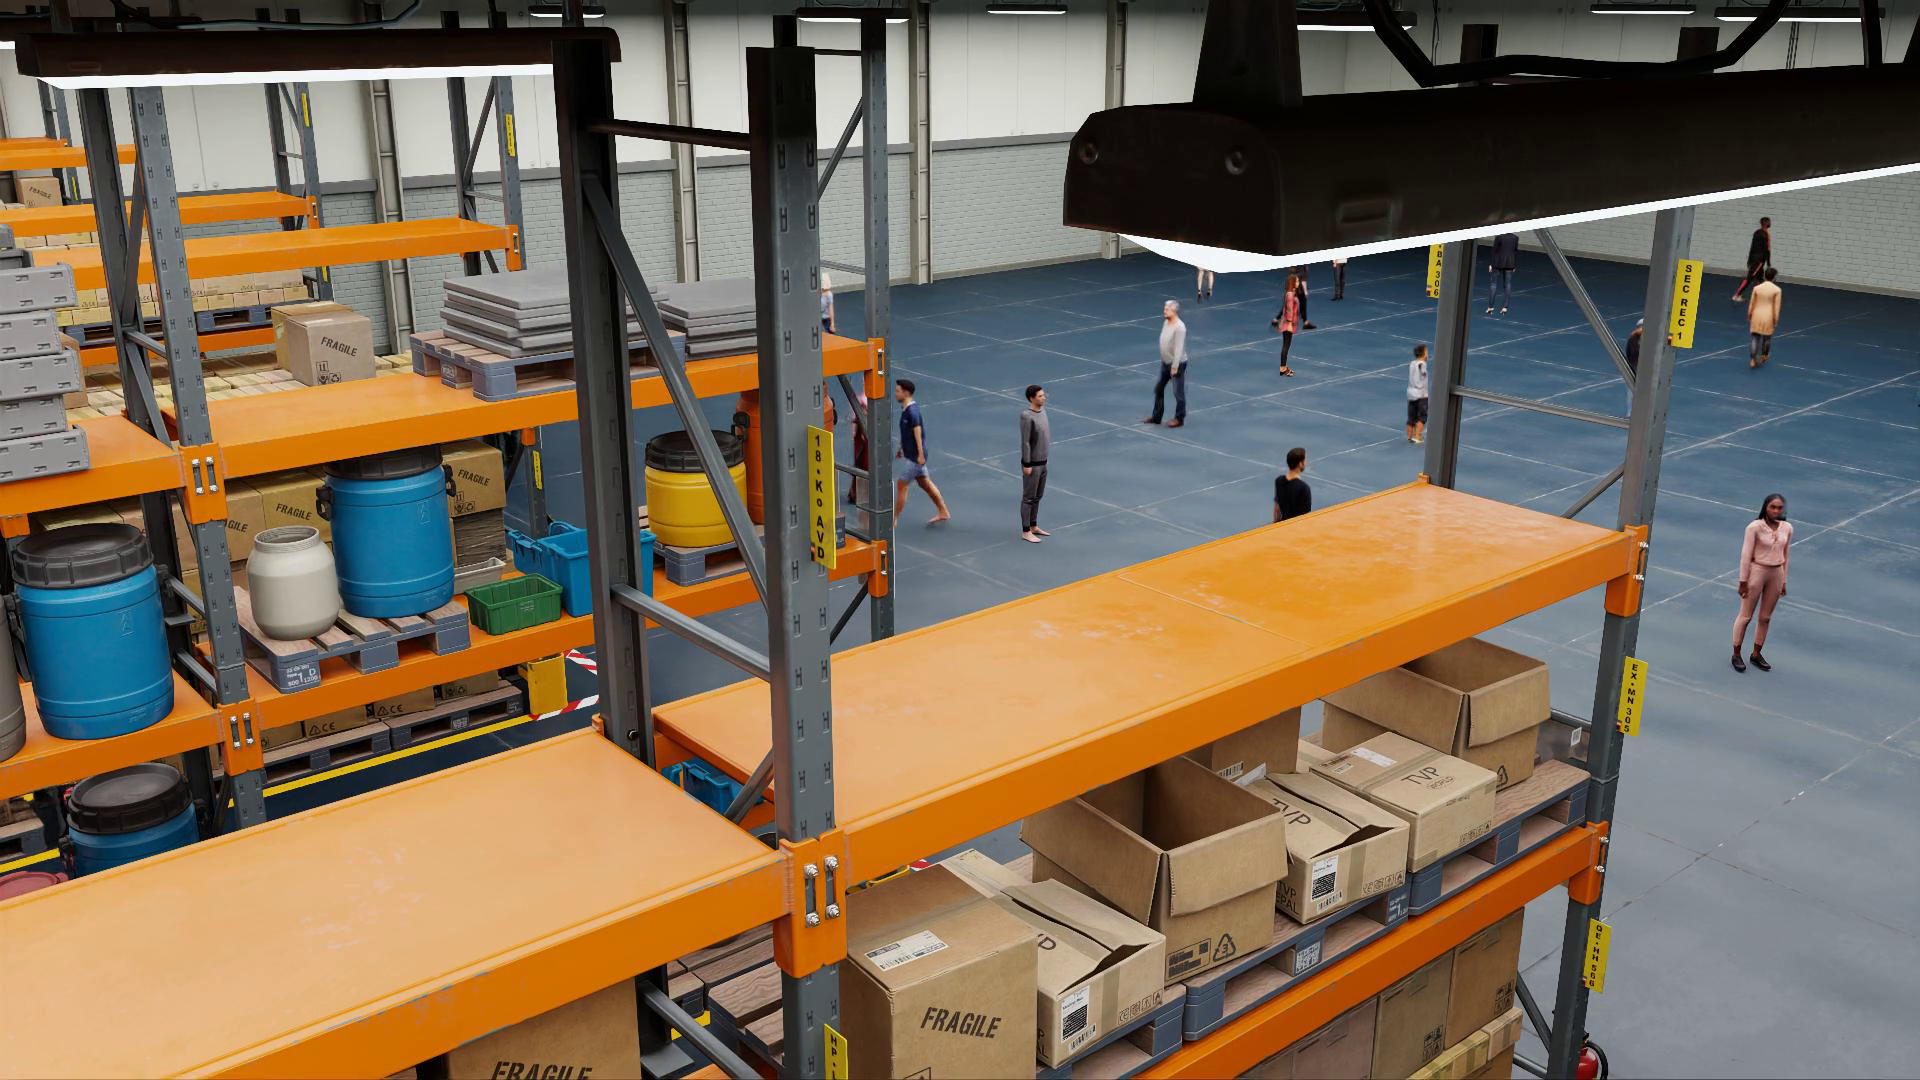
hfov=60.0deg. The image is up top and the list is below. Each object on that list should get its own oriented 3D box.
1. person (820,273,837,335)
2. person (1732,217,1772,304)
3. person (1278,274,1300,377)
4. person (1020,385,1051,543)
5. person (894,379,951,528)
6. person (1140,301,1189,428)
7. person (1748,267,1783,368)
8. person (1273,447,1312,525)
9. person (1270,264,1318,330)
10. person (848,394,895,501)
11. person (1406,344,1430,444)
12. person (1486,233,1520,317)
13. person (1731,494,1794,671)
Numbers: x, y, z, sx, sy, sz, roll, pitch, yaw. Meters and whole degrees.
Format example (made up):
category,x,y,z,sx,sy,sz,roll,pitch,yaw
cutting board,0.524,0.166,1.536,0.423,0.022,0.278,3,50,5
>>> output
category,x,y,z,sx,sy,sz,roll,pitch,yaw
person,-2.212,-3.652,28.184,1.163,1.675,0.696,-11,21,-30
person,16.514,-5.786,34.599,1.297,1.760,1.094,-2,18,-6
person,5.565,-3.639,28.101,0.762,1.702,0.670,5,19,15
person,0.871,-0.927,19.548,0.814,1.841,0.635,10,20,27
person,-0.460,-1.004,19.864,1.246,1.791,1.034,-3,18,-8
person,3.231,-2.603,24.609,1.011,1.894,0.909,-7,19,-21
person,13.805,-3.809,28.633,0.845,1.695,1.110,13,22,34
person,3.280,-0.018,16.767,1.071,1.835,0.714,-12,21,-32
person,6.331,-4.793,31.688,1.203,1.675,1.068,0,18,-1
person,-1.155,-1.284,21.023,0.776,1.606,0.897,-5,19,-16
person,6.553,-2.136,23.907,0.577,1.440,0.599,-8,20,-23
person,9.859,-5.000,30.309,0.819,1.783,0.792,1,18,3
person,7.574,0.391,15.698,0.660,1.719,0.764,-2,18,-5
